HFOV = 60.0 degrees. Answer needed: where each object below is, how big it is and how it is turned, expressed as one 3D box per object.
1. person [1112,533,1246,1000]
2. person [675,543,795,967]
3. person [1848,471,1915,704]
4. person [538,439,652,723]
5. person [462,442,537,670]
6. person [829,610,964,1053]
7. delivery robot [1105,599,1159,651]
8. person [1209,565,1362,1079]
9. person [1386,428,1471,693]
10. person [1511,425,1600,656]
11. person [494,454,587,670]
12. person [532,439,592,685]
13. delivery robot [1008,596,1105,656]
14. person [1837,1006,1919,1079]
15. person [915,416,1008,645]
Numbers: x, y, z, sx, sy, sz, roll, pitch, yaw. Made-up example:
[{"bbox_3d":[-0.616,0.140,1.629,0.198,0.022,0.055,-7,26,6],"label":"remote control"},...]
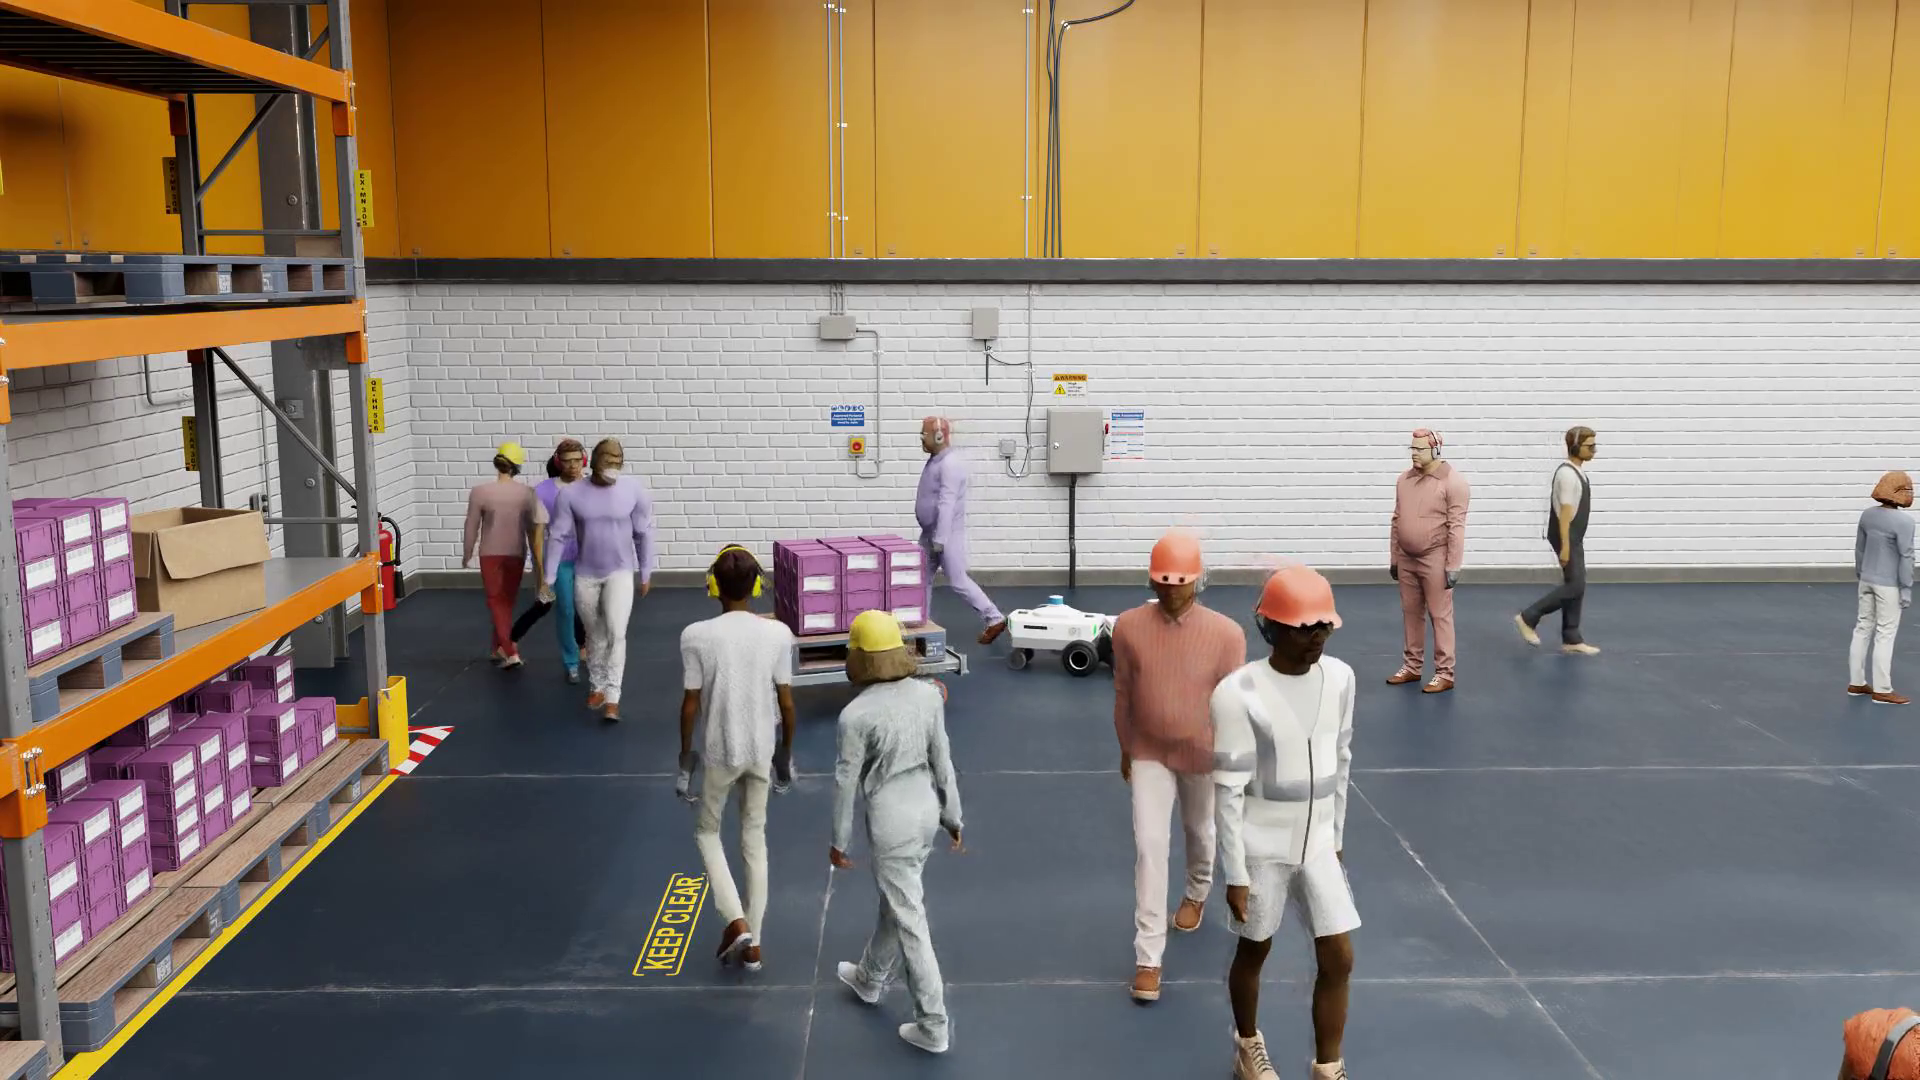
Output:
[{"bbox_3d":[0.964,0.904,7.247,0.621,1.933,1.099,3,10,17],"label":"person"},{"bbox_3d":[-0.972,0.941,7.202,0.554,1.858,0.406,-4,10,-23],"label":"person"},{"bbox_3d":[6.487,0.324,11.681,0.282,1.633,0.501,-2,9,-10],"label":"person"},{"bbox_3d":[-2.445,0.277,11.144,0.730,1.890,0.945,-1,9,-4],"label":"person"},{"bbox_3d":[-3.475,0.122,12.646,0.576,1.726,0.626,-4,10,-26],"label":"person"},{"bbox_3d":[-0.314,1.117,6.592,0.504,1.694,0.847,-9,13,-44],"label":"person"},{"bbox_3d":[1.457,0.688,12.464,0.707,0.478,0.477,-1,9,-6],"label":"delivery robot"},{"bbox_3d":[1.189,1.094,5.796,0.626,2.011,0.830,-4,10,-23],"label":"person"},{"bbox_3d":[3.344,0.143,11.997,0.402,1.901,0.647,-6,11,-32],"label":"person"},{"bbox_3d":[4.736,0.007,13.047,0.568,1.830,0.507,4,10,26],"label":"person"},{"bbox_3d":[-3.129,0.158,12.608,0.845,1.661,0.519,-2,9,-11],"label":"person"},{"bbox_3d":[-2.742,0.185,11.948,0.611,1.813,0.809,-4,10,-22],"label":"person"},{"bbox_3d":[0.727,0.665,12.603,0.707,0.478,0.477,3,10,15],"label":"delivery robot"},{"bbox_3d":[1.524,1.676,2.695,0.587,1.872,0.376,-2,10,-14],"label":"person"},{"bbox_3d":[-0.076,-0.063,13.338,0.901,1.874,0.644,-3,10,-18],"label":"person"}]
